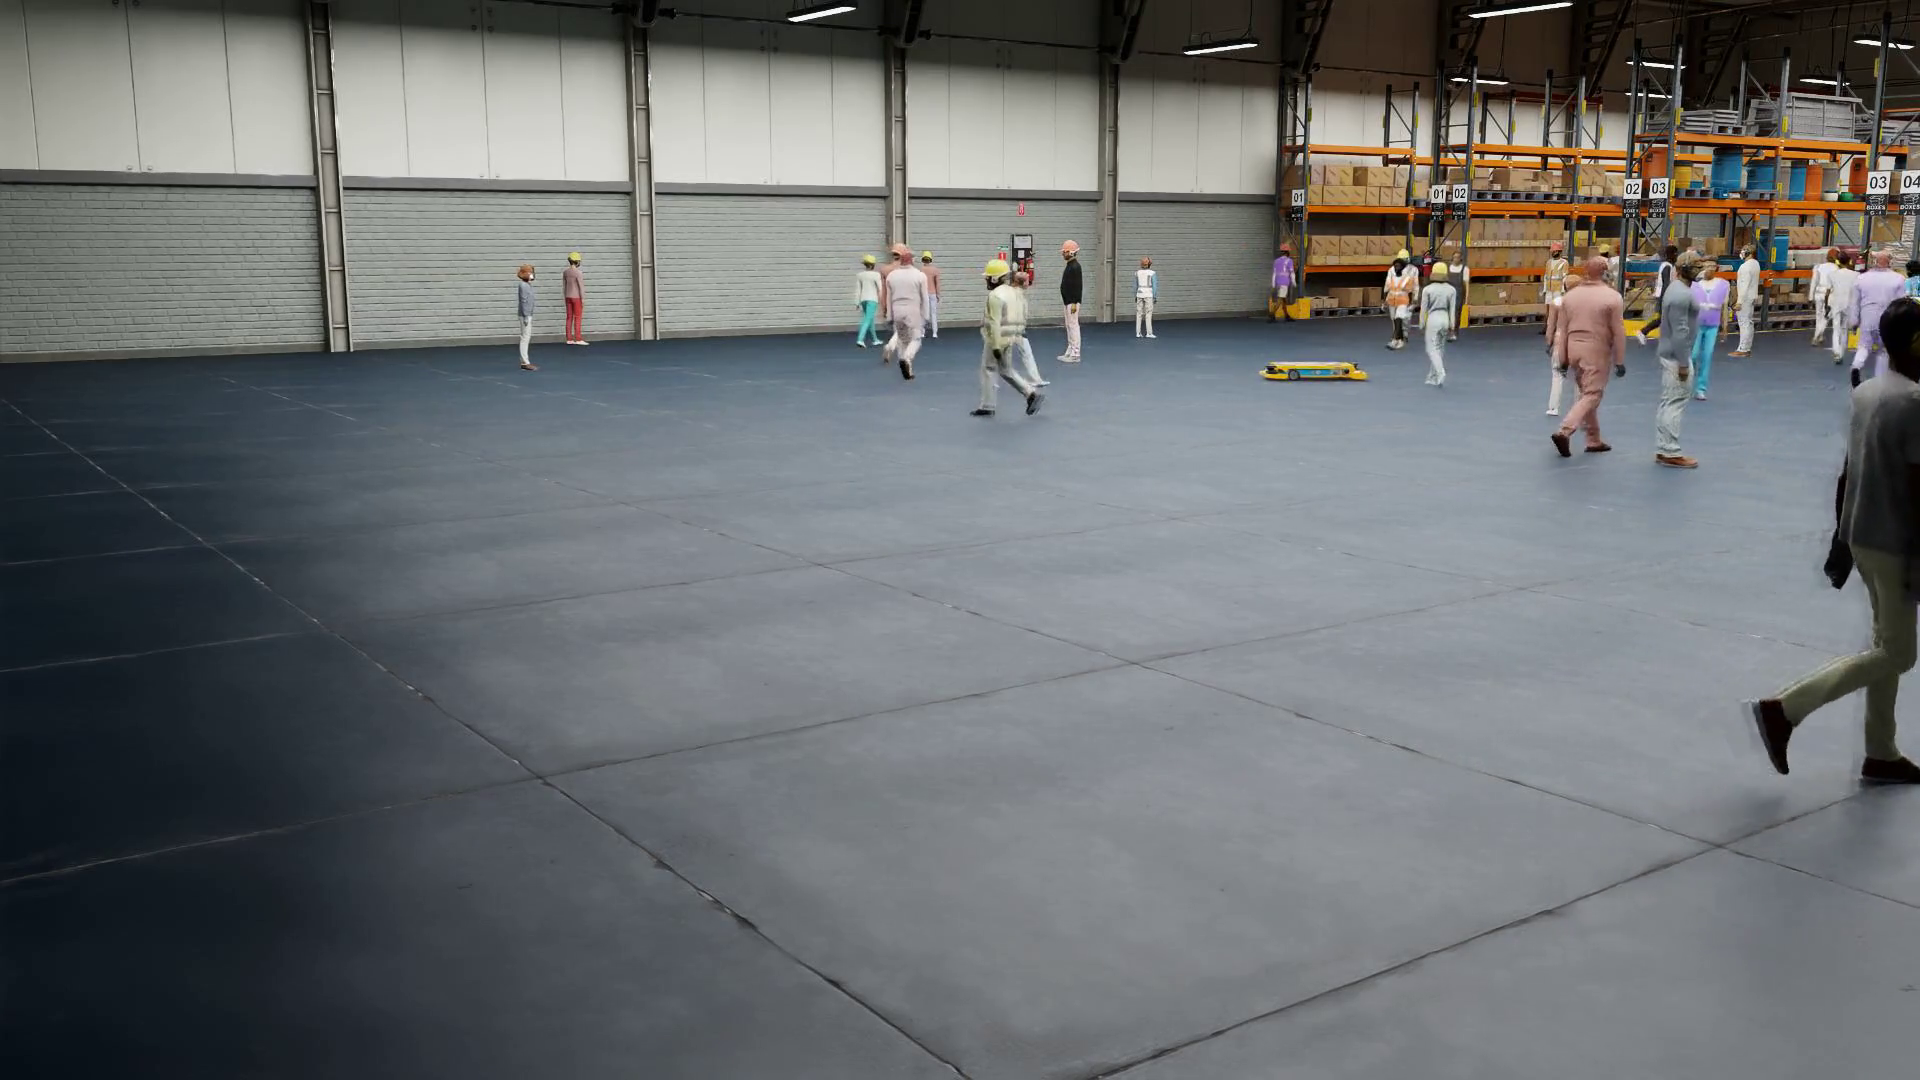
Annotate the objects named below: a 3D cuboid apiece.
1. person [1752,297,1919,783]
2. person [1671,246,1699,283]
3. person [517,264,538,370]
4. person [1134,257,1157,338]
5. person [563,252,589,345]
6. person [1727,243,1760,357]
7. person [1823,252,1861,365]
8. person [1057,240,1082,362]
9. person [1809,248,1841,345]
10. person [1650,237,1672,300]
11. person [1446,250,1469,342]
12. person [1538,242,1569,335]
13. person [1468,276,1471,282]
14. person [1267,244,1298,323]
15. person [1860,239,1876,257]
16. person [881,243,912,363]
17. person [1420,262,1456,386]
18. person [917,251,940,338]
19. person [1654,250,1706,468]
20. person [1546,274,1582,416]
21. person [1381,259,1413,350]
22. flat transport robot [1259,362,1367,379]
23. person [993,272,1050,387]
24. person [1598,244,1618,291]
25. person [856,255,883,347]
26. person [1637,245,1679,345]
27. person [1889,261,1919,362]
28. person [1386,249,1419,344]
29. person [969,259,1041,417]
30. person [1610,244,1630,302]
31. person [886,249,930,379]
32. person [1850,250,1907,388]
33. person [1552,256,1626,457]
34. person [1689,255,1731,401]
[{"bbox_3d":[3.367,0.020,6.171,0.676,1.852,0.518,1,10,5],"label":"person"},{"bbox_3d":[13.014,-4.274,29.631,0.663,1.888,0.445,1,10,5],"label":"person"},{"bbox_3d":[-6.719,-3.456,25.825,0.287,1.631,0.501,-1,10,-7],"label":"person"},{"bbox_3d":[3.785,-4.939,33.937,0.523,1.638,0.310,8,13,38],"label":"person"},{"bbox_3d":[-7.331,-4.595,31.703,0.533,1.767,0.327,7,13,35],"label":"person"},{"bbox_3d":[13.511,-4.118,28.614,0.372,1.940,0.630,9,13,39],"label":"person"},{"bbox_3d":[14.274,-3.738,26.885,0.559,1.822,0.929,4,11,22],"label":"person"},{"bbox_3d":[1.824,-3.938,27.471,0.386,1.992,0.625,-2,10,-8],"label":"person"},{"bbox_3d":[16.327,-4.576,31.370,0.585,1.859,0.842,9,14,40],"label":"person"},{"bbox_3d":[15.470,-5.630,36.615,0.606,2.044,0.373,-4,11,-22],"label":"person"},{"bbox_3d":[9.792,-4.817,32.868,0.521,1.795,0.983,4,11,21],"label":"person"},{"bbox_3d":[12.493,-5.276,34.961,0.359,1.939,0.542,-7,13,-35],"label":"person"},{"bbox_3d":[12.746,-6.619,42.458,0.601,1.888,0.498,3,11,16],"label":"person"},{"bbox_3d":[7.713,-6.147,39.874,0.959,1.902,0.548,-6,12,-31],"label":"person"},{"bbox_3d":[23.245,-6.762,42.804,0.615,2.047,0.356,5,11,24],"label":"person"},{"bbox_3d":[-1.018,-3.804,26.849,0.618,1.966,0.858,6,12,29],"label":"person"},{"bbox_3d":[6.599,-2.970,22.927,0.491,1.721,0.741,-1,10,-8],"label":"person"},{"bbox_3d":[-0.674,-4.977,33.799,0.533,1.767,0.326,-2,10,-10],"label":"person"},{"bbox_3d":[6.452,-1.612,14.890,0.404,1.938,0.629,4,11,19],"label":"person"},{"bbox_3d":[7.024,-2.235,19.160,0.529,1.627,0.322,2,11,10],"label":"person"},{"bbox_3d":[7.953,-4.284,30.312,0.543,1.641,0.885,9,13,40],"label":"person"},{"bbox_3d":[5.108,-2.461,24.105,1.431,0.197,0.652,0,10,1],"label":"flat transport robot"},{"bbox_3d":[0.748,-2.868,22.735,0.919,1.582,0.534,3,11,16],"label":"person"},{"bbox_3d":[14.166,-5.549,36.557,0.596,1.911,0.617,8,13,39],"label":"person"},{"bbox_3d":[-1.705,-4.469,31.155,0.522,1.726,0.922,7,13,34],"label":"person"},{"bbox_3d":[13.101,-4.528,30.953,0.728,1.901,0.605,5,12,27],"label":"person"},{"bbox_3d":[15.490,-3.718,27.146,0.548,1.663,0.668,-4,11,-21],"label":"person"},{"bbox_3d":[8.507,-4.676,31.992,0.626,1.816,0.510,2,11,12],"label":"person"},{"bbox_3d":[0.510,-2.282,18.913,0.747,1.807,0.593,5,12,26],"label":"person"},{"bbox_3d":[15.187,-5.873,38.387,0.361,1.882,0.575,-7,12,-33],"label":"person"},{"bbox_3d":[-0.766,-3.215,23.829,0.651,1.884,0.691,4,11,20],"label":"person"},{"bbox_3d":[12.218,-2.915,22.174,0.650,1.886,0.749,10,14,43],"label":"person"},{"bbox_3d":[5.916,-1.730,15.684,0.894,1.876,0.643,-5,12,-27],"label":"person"},{"bbox_3d":[9.387,-2.678,21.000,0.594,1.830,0.443,2,10,8],"label":"person"}]
